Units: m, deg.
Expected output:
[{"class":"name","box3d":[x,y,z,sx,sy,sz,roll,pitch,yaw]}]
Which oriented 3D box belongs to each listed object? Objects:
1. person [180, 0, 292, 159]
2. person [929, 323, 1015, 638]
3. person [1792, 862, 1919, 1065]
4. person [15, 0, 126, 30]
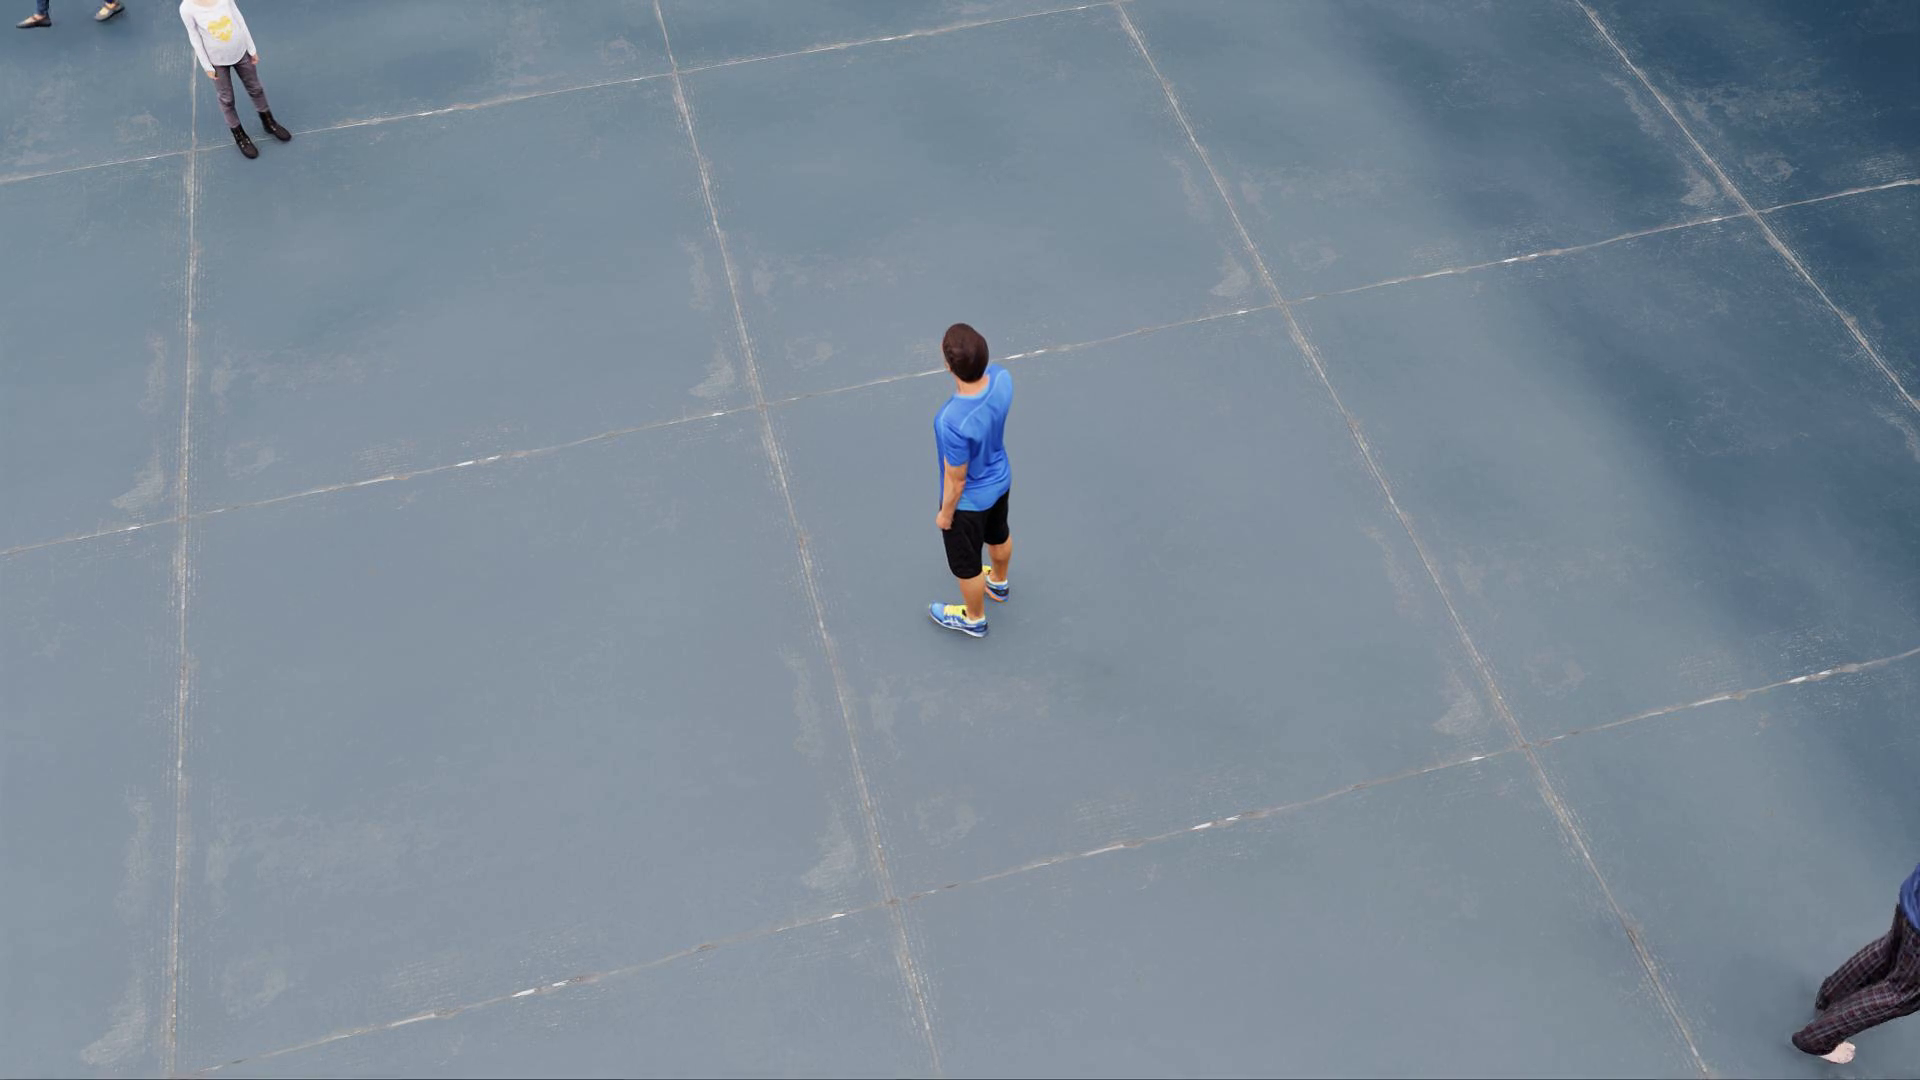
[{"class":"person","box3d":[-4.335,-2.868,9.813,0.561,1.275,0.596,-37,61,-25]},{"class":"person","box3d":[0.070,-0.242,7.405,0.751,1.866,0.701,28,57,20]},{"class":"person","box3d":[3.593,1.403,6.142,0.889,1.850,0.759,18,54,13]},{"class":"person","box3d":[-5.758,-3.836,10.561,0.708,1.278,0.878,-26,57,-19]}]
